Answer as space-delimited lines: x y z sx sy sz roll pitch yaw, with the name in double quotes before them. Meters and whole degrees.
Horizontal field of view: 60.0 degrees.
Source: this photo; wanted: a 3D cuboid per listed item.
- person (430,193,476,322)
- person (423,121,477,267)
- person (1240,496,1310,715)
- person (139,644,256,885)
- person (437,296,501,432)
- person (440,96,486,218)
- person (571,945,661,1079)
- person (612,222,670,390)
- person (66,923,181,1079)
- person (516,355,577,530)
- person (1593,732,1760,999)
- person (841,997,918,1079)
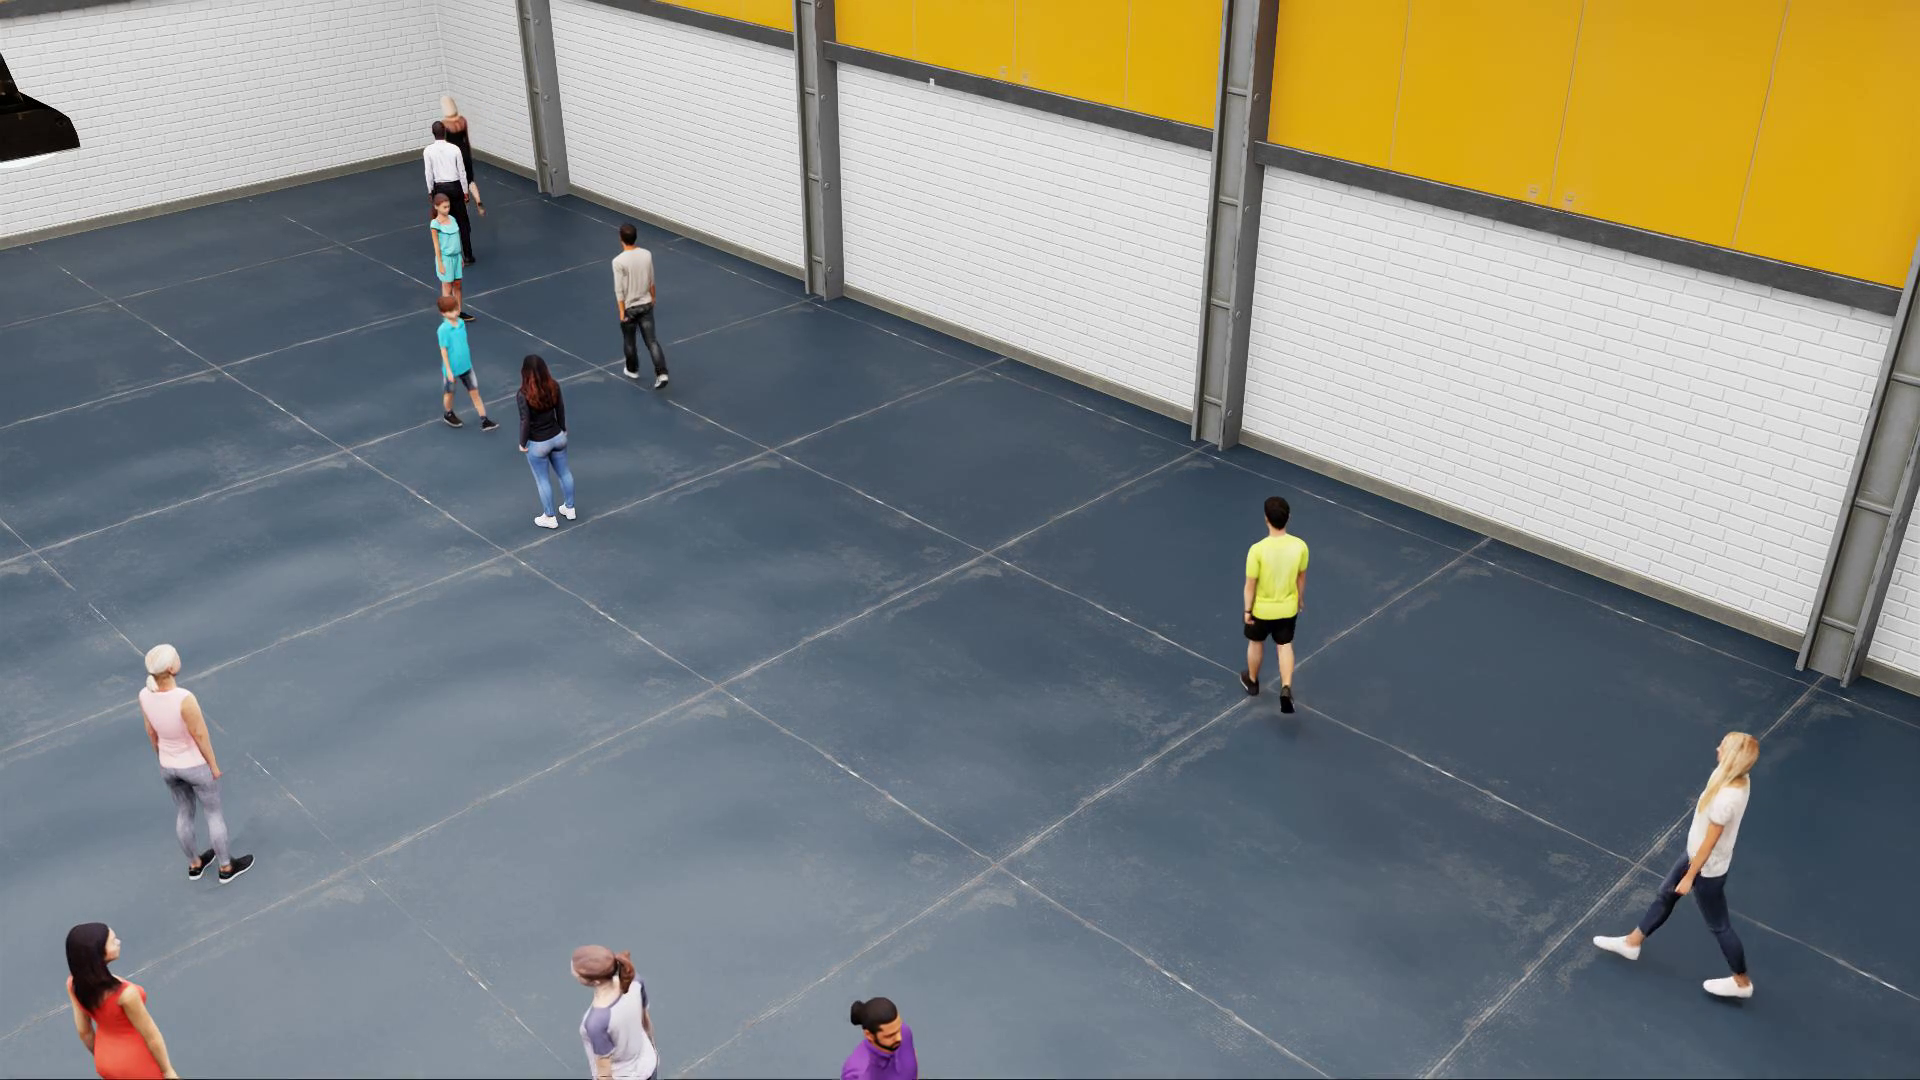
"person" -5.932 -3.261 19.290 0.643 1.558 0.621 13 31 22
"person" -6.480 -4.377 21.048 0.720 1.835 0.710 -7 29 -13
"person" 2.340 0.503 12.253 0.970 1.689 1.050 -2 29 -4
"person" -4.900 1.420 10.535 0.596 1.725 0.693 6 29 11
"person" -5.103 -1.764 16.703 0.995 1.409 0.650 18 34 30
"person" -6.756 -5.136 22.547 0.854 1.730 0.593 25 37 38
"person" -1.595 2.680 8.221 1.007 1.728 0.751 19 34 31
"person" -3.356 -2.441 17.552 0.775 1.784 1.163 -19 34 -31
"person" -4.166 2.620 8.342 0.625 1.718 0.727 7 29 12
"person" -3.712 -0.895 14.875 0.551 1.633 0.634 23 36 36
"person" 4.403 1.920 9.579 1.212 1.763 0.858 15 32 25
"person" -0.404 2.814 7.942 0.908 1.760 0.770 15 32 26
